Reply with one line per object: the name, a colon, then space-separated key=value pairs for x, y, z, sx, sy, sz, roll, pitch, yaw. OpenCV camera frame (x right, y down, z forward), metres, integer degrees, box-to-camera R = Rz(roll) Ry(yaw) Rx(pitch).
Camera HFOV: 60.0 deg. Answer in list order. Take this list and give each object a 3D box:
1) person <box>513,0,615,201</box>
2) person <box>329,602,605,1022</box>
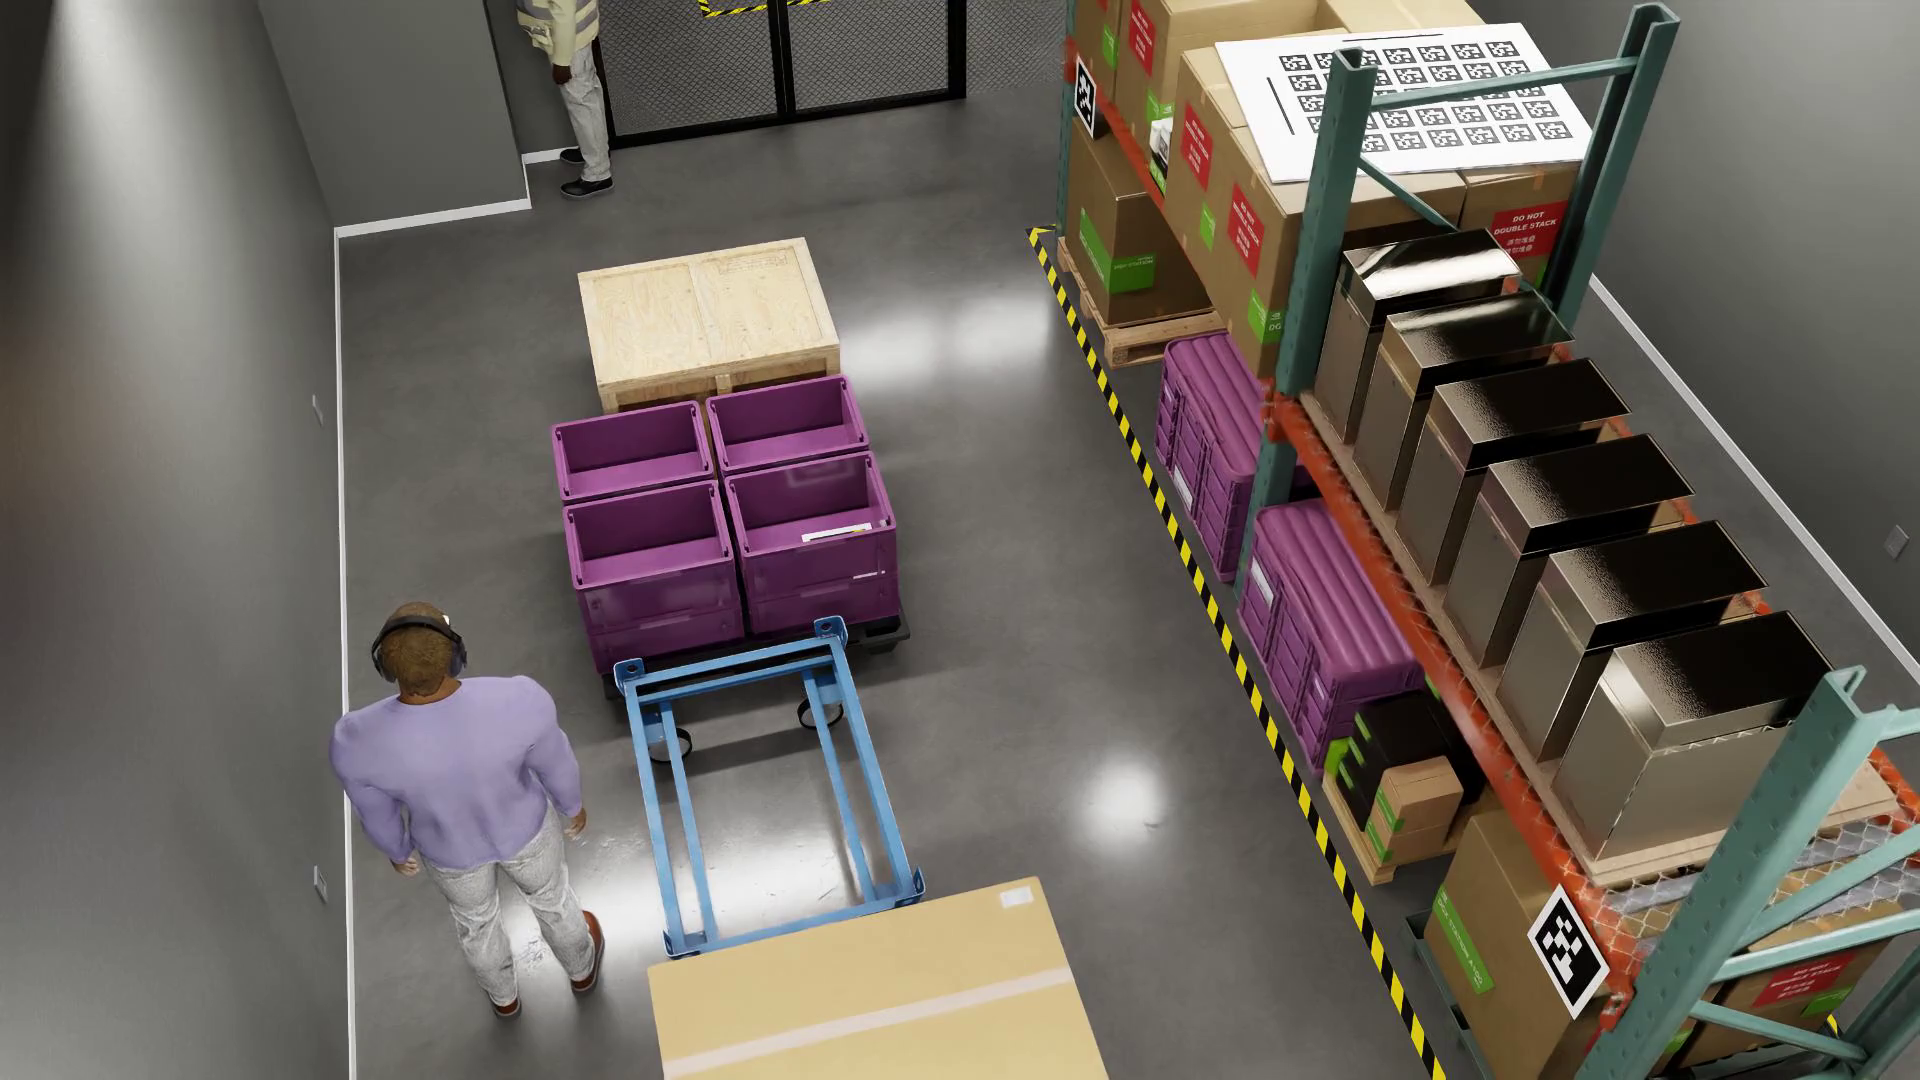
person: x=-1.995 y=-2.567 z=8.315 sx=0.404 sy=1.832 sz=0.596 roll=-6 pitch=48 yaw=-5
person: x=-1.456 y=0.868 z=5.089 sx=0.635 sy=1.939 sz=0.361 roll=-13 pitch=49 yaw=-12
